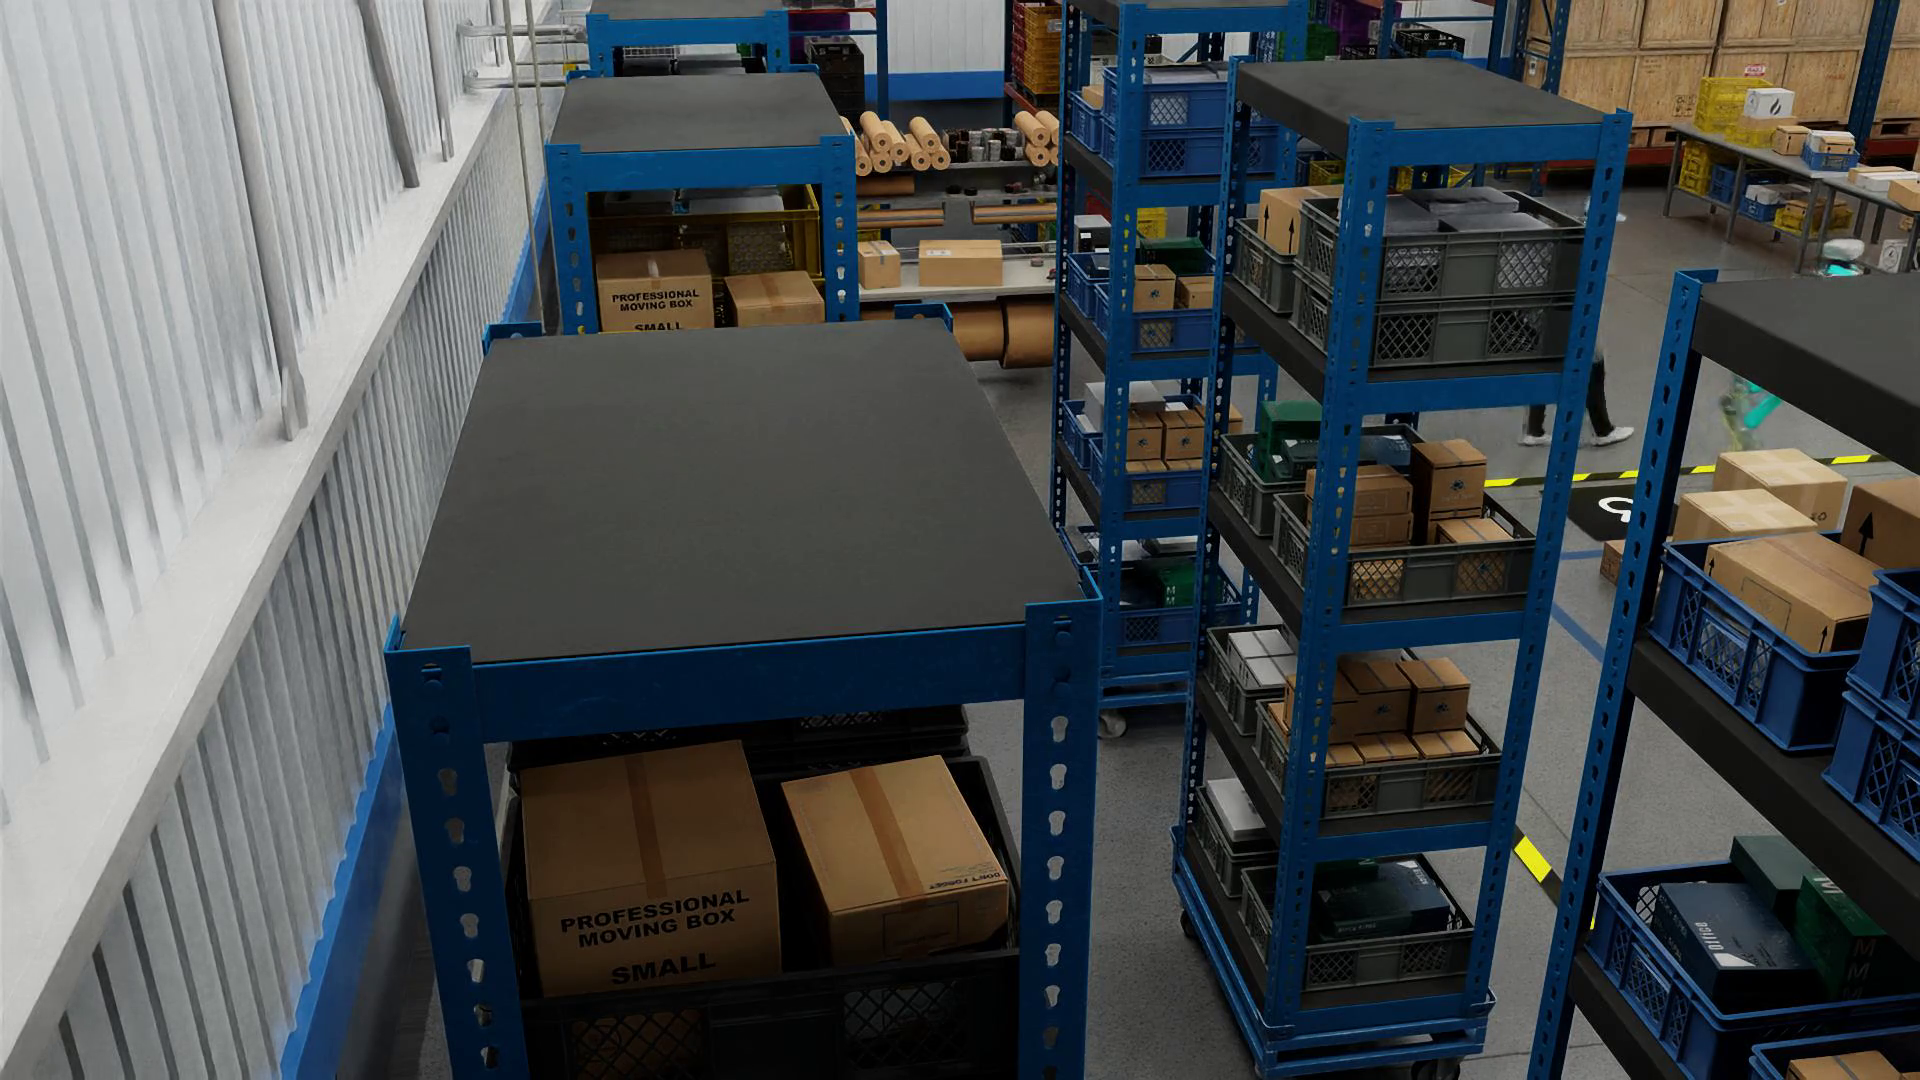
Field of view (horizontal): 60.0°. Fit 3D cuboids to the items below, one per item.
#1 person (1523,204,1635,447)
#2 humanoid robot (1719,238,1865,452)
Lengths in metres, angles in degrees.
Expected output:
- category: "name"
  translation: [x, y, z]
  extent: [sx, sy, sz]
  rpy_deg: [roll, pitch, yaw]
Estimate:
- category: "person"
  translation: [4.462, -1.525, 11.765]
  extent: [0.812, 1.821, 0.598]
  rpy_deg: [-7, 26, -15]
- category: "humanoid robot"
  translation: [5.413, -1.168, 11.084]
  extent: [0.822, 1.770, 0.557]
  rpy_deg: [18, 30, 35]
